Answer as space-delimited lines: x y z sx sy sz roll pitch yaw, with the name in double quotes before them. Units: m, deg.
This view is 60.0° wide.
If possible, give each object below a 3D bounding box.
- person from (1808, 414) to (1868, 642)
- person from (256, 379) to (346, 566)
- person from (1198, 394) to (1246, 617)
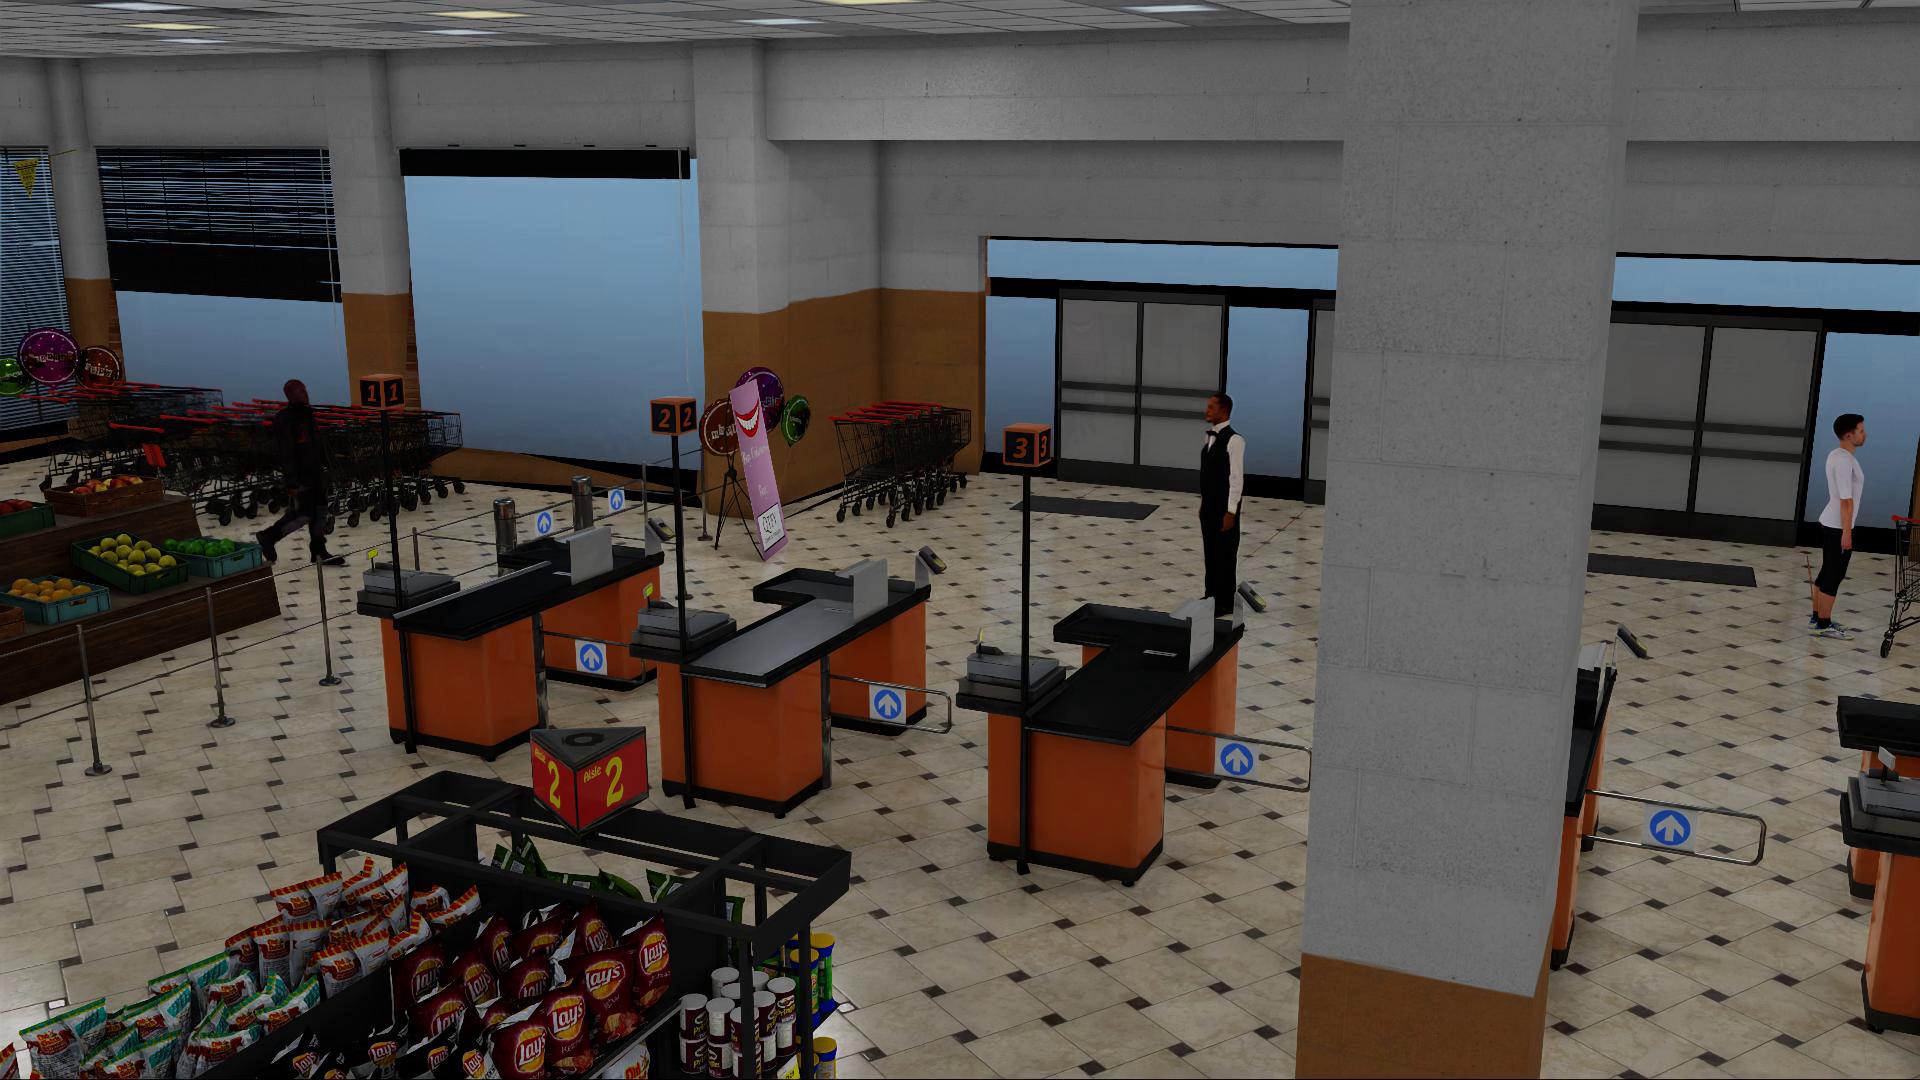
"person" 7.232 -0.128 13.700 0.744 1.852 0.535 5 14 18
"person" -6.354 -0.620 15.828 0.982 1.804 1.057 1 14 3
"person" 2.246 -0.312 14.319 0.828 1.917 0.770 -5 15 -20
